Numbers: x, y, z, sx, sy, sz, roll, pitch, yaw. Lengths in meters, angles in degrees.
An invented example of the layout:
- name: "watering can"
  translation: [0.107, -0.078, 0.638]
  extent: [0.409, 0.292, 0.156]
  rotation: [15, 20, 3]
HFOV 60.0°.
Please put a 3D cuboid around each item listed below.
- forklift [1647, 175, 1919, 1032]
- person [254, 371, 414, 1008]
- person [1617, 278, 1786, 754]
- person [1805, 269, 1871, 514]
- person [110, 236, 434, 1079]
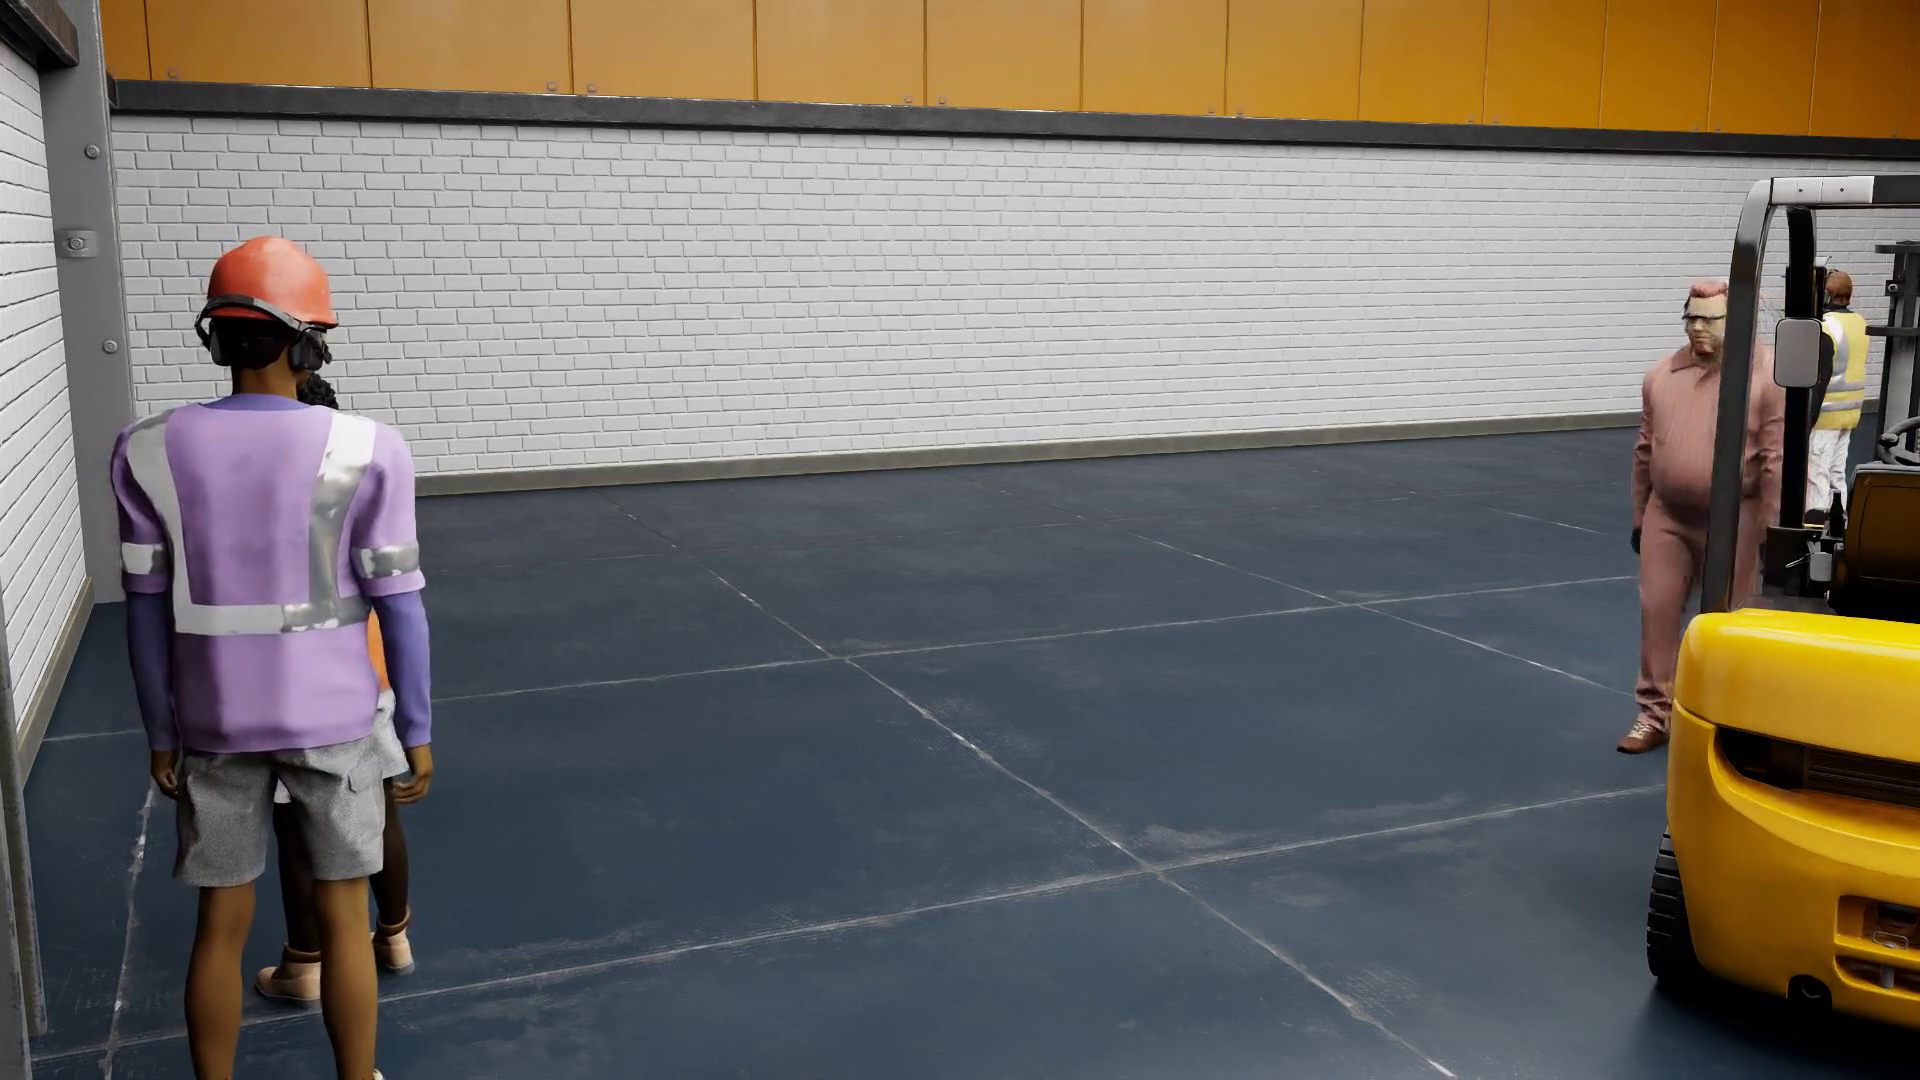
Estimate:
- name: "forklift"
  translation: [2.810, 0.094, 4.662]
  extent: [1.214, 2.155, 2.313]
  rotation: [7, 12, 34]
- name: "person"
  translation: [-1.704, 0.389, 4.424]
  extent: [0.317, 1.693, 0.535]
  rotation: [9, 14, 41]
- name: "person"
  translation: [2.982, -0.098, 6.598]
  extent: [0.771, 1.877, 0.657]
  rotation: [-9, 14, -40]
- name: "person"
  translation: [5.153, -0.694, 9.978]
  extent: [0.633, 1.841, 0.429]
  rotation: [-9, 13, -40]
- name: "person"
  translation: [-1.454, 0.374, 3.601]
  extent: [0.624, 2.030, 0.449]
  rotation: [-1, 10, -6]
